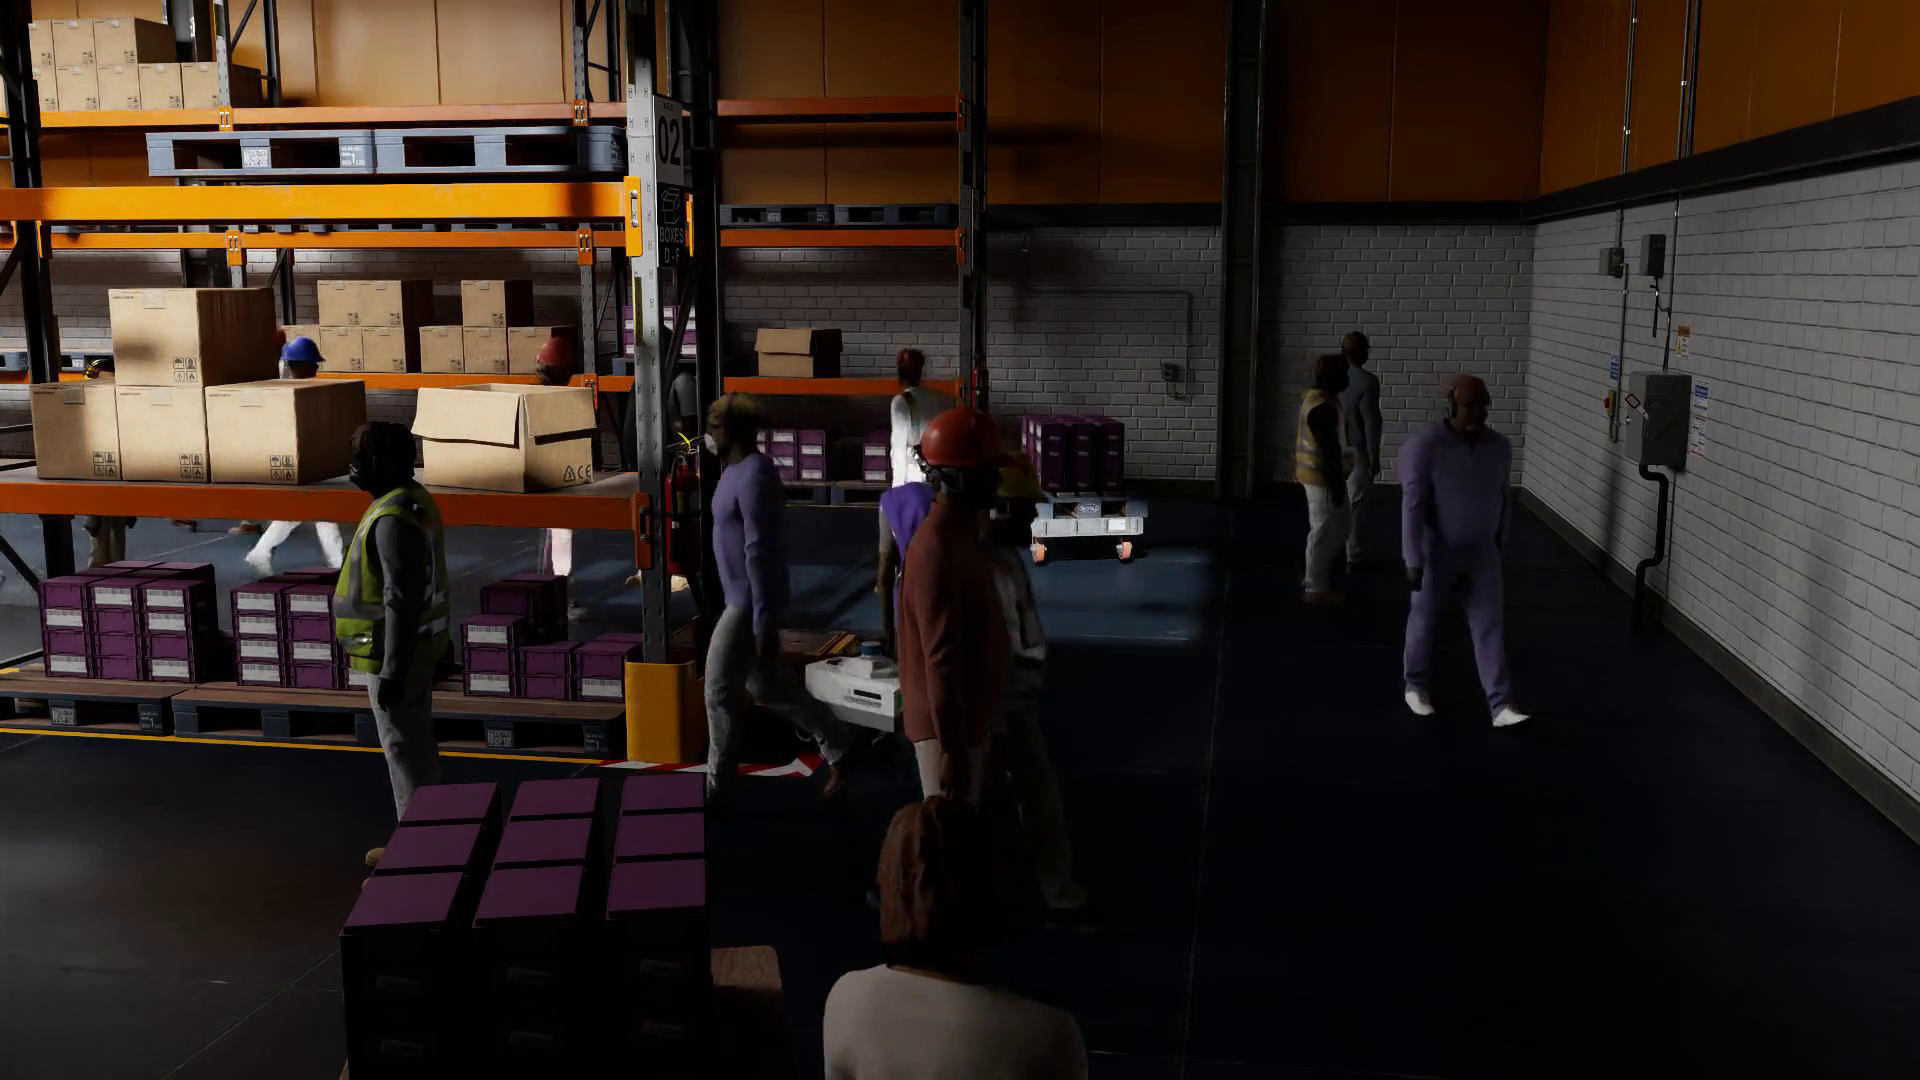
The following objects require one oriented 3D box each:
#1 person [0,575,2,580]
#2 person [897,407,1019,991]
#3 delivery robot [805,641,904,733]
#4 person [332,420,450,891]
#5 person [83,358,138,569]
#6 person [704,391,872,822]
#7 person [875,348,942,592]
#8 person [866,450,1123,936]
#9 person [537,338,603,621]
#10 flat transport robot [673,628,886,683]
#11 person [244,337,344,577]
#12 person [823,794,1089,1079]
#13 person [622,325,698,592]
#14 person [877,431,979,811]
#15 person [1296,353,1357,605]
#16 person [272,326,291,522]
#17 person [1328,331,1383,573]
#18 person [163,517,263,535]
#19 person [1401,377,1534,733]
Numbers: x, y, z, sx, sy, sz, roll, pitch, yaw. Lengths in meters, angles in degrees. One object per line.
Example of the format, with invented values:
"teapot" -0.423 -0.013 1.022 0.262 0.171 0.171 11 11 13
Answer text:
"person" -7.253 -0.419 11.880 0.448 1.855 0.511 1 9 8
"person" -0.007 0.575 5.259 0.382 1.993 0.622 0 9 2
"delivery robot" -0.440 0.751 8.330 0.707 0.478 0.477 8 12 39
"person" -2.208 0.452 6.496 0.429 1.843 0.633 -2 9 -15
"person" -5.434 -0.225 10.628 0.325 1.865 0.516 0 9 -1
"person" -0.853 0.288 7.363 0.908 1.907 0.644 -2 9 -13
"person" -0.274 -0.485 12.283 0.734 1.864 0.571 6 11 35
"person" 0.089 0.561 5.997 0.932 1.780 0.610 2 9 15
"person" -2.750 -0.413 11.511 0.764 1.947 0.744 6 11 32
"flat transport robot" -1.190 0.688 9.890 1.431 0.197 0.652 2 9 10
"person" -5.136 -0.619 12.909 0.933 1.919 0.598 -2 9 -10
"person" -0.035 1.200 2.554 0.523 1.607 0.580 9 13 43
"person" -2.294 -0.631 12.597 0.683 2.000 0.537 7 11 37
"person" -0.067 0.386 7.161 0.572 1.755 1.027 1 9 4
"person" 2.654 -0.430 12.016 0.460 1.828 0.642 2 9 13
"person" -6.512 -1.100 15.962 0.549 1.902 0.858 1 9 6
"person" 3.145 -0.702 13.356 0.367 1.940 0.634 -5 11 -30
"person" -6.892 -0.970 15.196 1.014 1.884 0.633 0 9 -2
"person" 2.649 0.081 8.753 0.678 1.856 0.979 -2 9 -11
